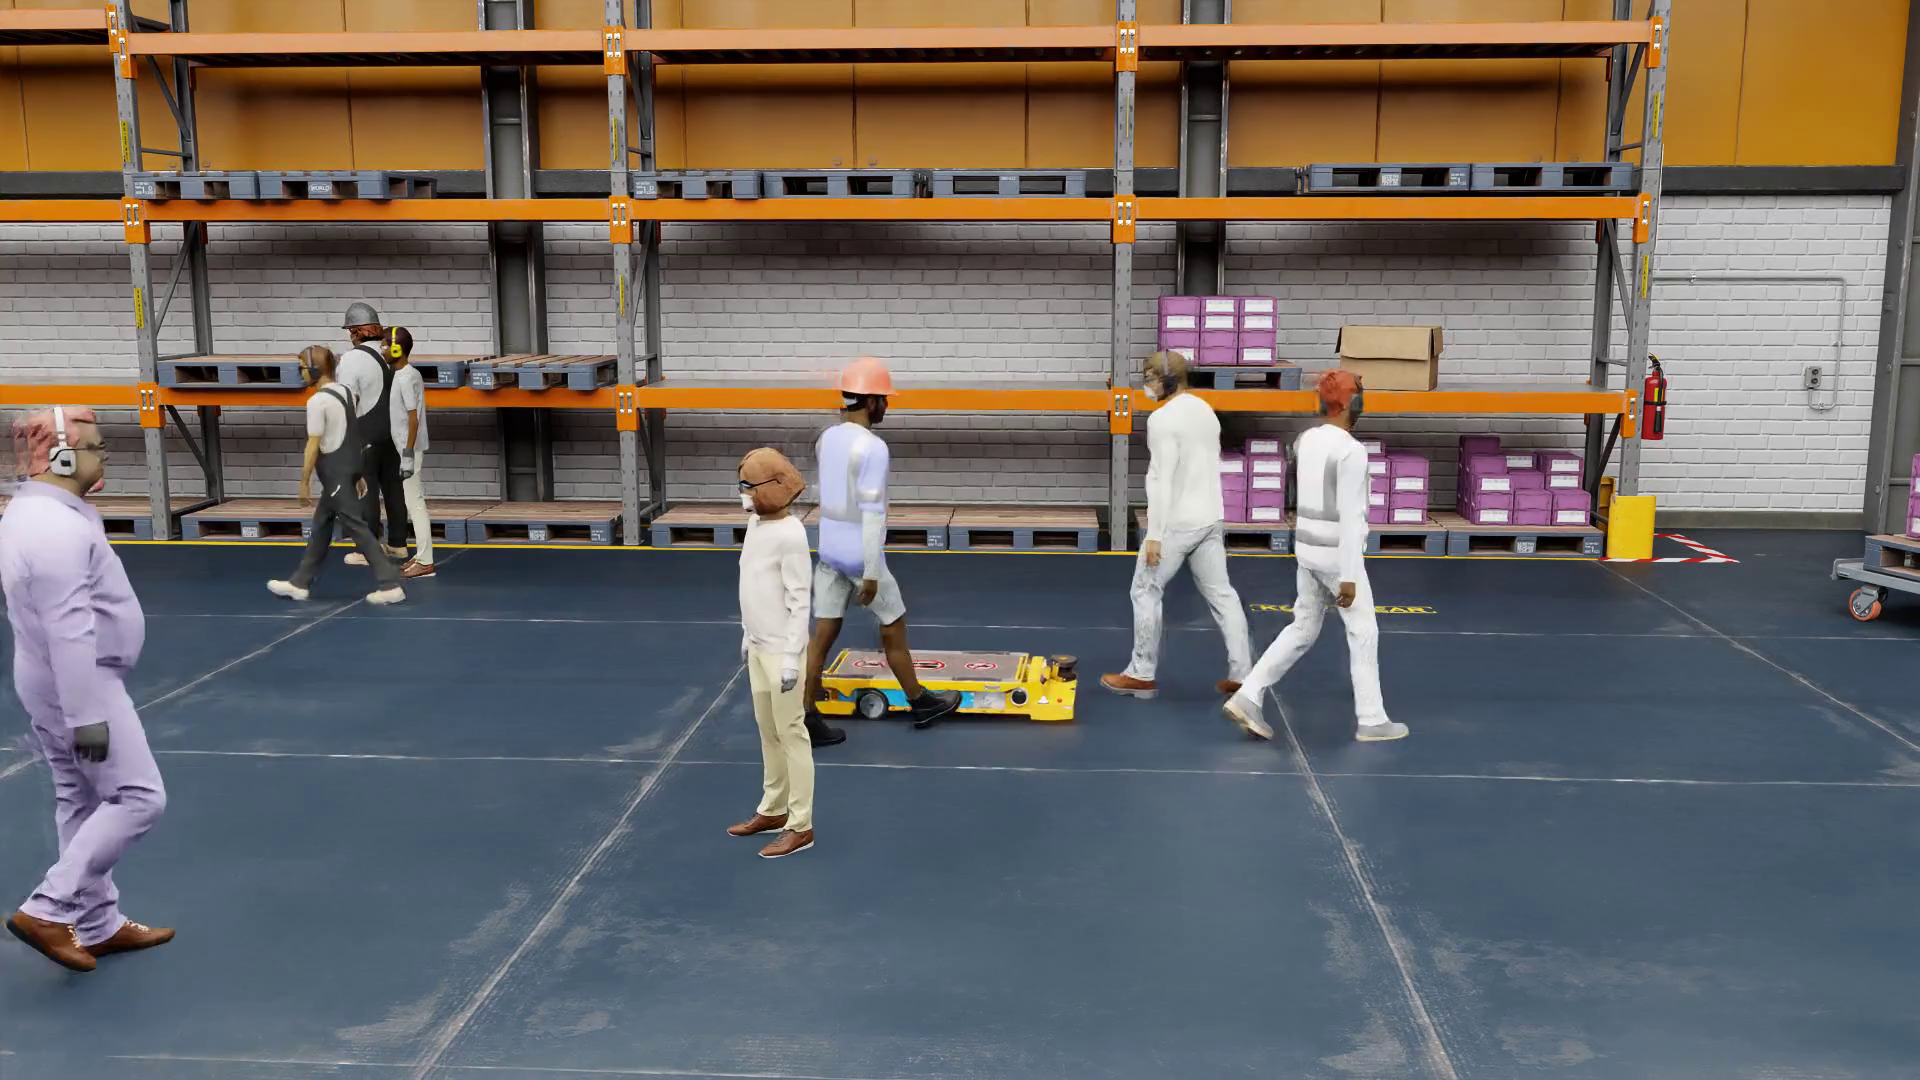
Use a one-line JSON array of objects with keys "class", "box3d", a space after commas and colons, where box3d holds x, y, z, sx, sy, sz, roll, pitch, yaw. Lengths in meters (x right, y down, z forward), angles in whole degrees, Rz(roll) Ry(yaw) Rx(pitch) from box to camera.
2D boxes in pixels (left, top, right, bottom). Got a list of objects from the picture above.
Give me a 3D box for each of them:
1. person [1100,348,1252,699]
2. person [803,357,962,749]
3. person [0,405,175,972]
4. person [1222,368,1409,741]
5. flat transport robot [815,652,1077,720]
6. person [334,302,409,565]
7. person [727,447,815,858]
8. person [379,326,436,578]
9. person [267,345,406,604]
[{"class": "person", "box3d": [1.162, -0.069, 8.871, 0.886, 1.883, 0.720, 7, 12, 34]}, {"class": "person", "box3d": [-0.440, 0.057, 8.132, 0.977, 1.884, 0.569, -8, 12, -38]}, {"class": "person", "box3d": [-2.900, 0.502, 5.513, 0.427, 1.895, 0.666, -7, 12, -35]}, {"class": "person", "box3d": [1.746, 0.091, 8.104, 0.887, 1.856, 0.581, -4, 10, -20]}, {"class": "flat transport robot", "box3d": [-0.104, 0.754, 8.798, 1.431, 0.197, 0.652, 1, 10, 6]}, {"class": "person", "box3d": [-4.615, -0.838, 12.945, 0.535, 2.000, 0.681, 4, 10, 21]}, {"class": "person", "box3d": [-0.750, 0.442, 6.645, 0.285, 1.633, 0.498, -5, 11, -29]}, {"class": "person", "box3d": [-4.100, -0.647, 12.343, 0.310, 1.864, 0.534, -3, 10, -16]}, {"class": "person", "box3d": [-4.272, -0.432, 11.327, 1.011, 1.782, 0.525, 1, 10, 3]}]
